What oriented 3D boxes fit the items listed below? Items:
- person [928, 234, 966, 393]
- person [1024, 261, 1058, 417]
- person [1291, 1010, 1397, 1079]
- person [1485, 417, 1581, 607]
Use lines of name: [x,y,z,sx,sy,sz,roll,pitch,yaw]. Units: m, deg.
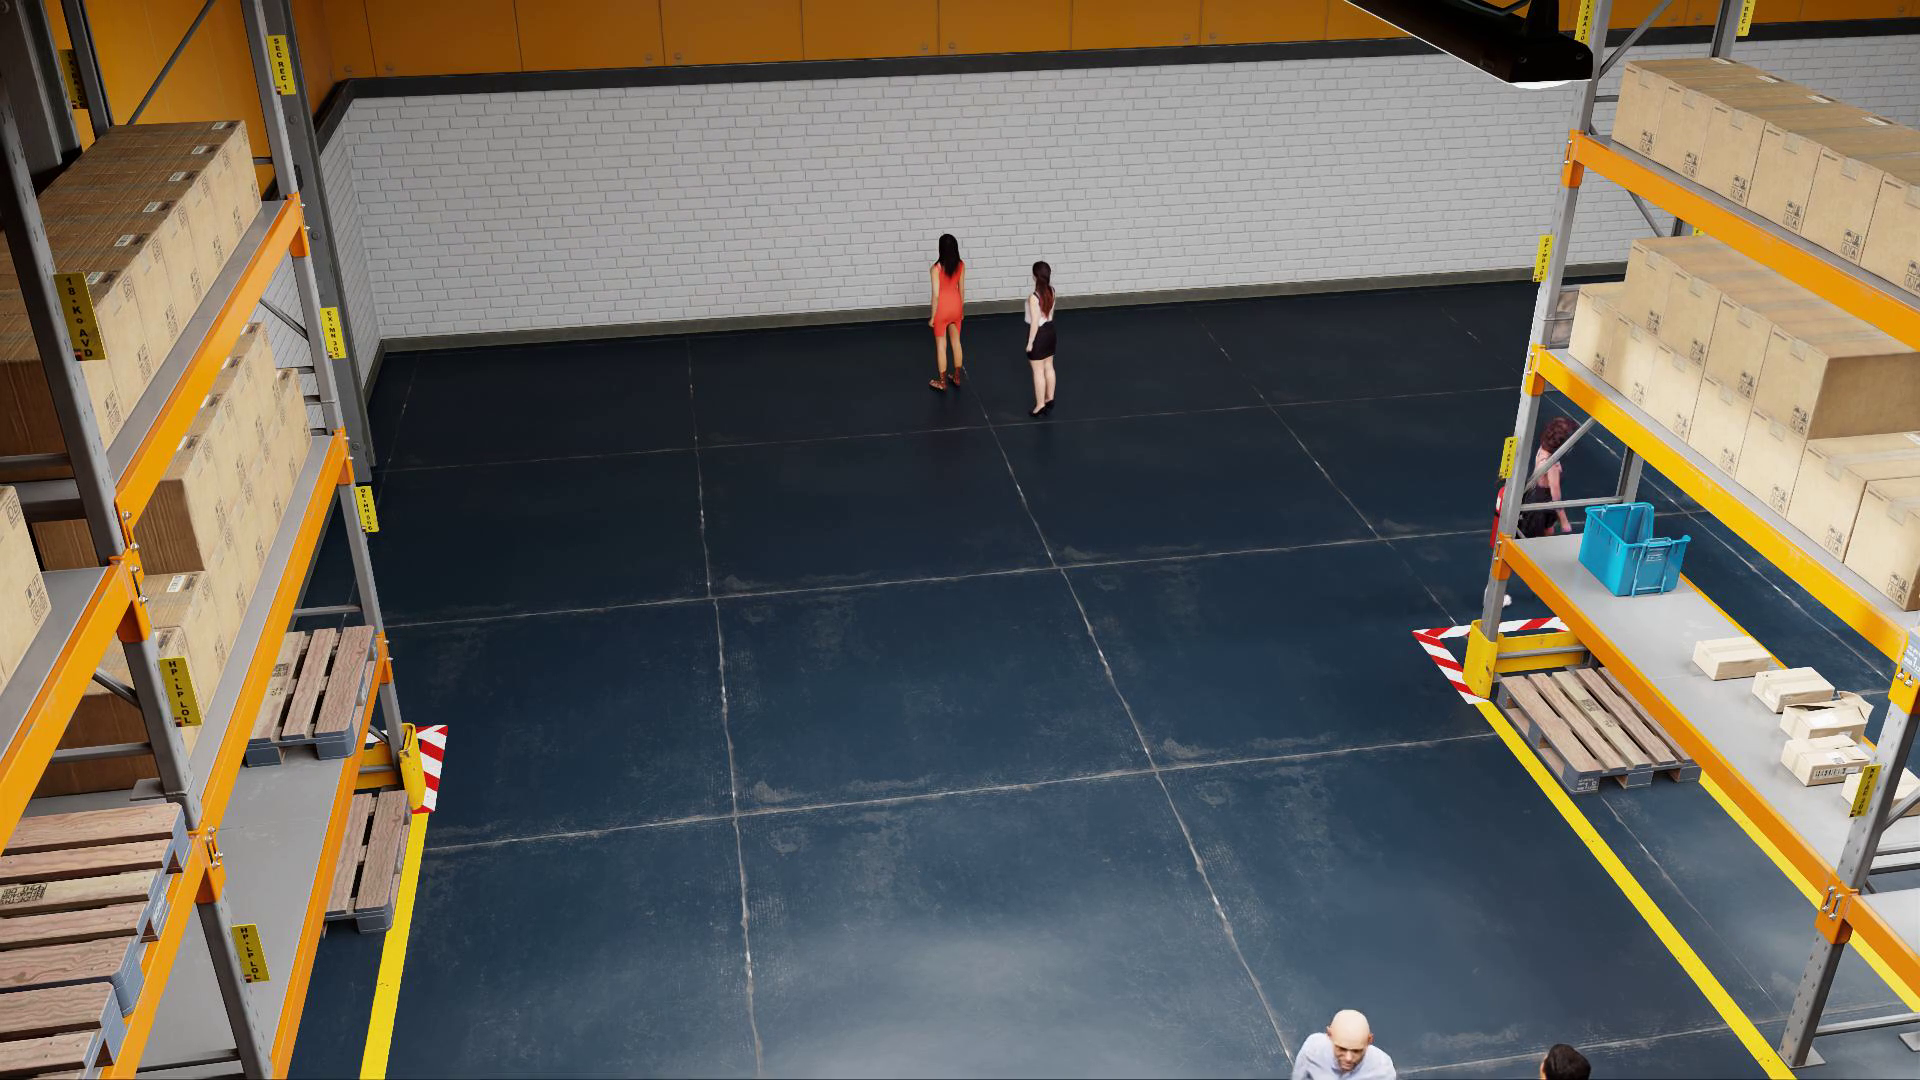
person: [-0.132,-2.413,17.594,0.661,1.719,0.661,-19,34,-30]
person: [0.829,-2.055,17.013,0.697,1.647,0.640,19,34,31]
person: [1.786,2.839,7.905,0.785,1.778,0.830,14,32,25]
person: [4.578,-0.184,13.472,0.842,1.753,0.963,3,29,5]
